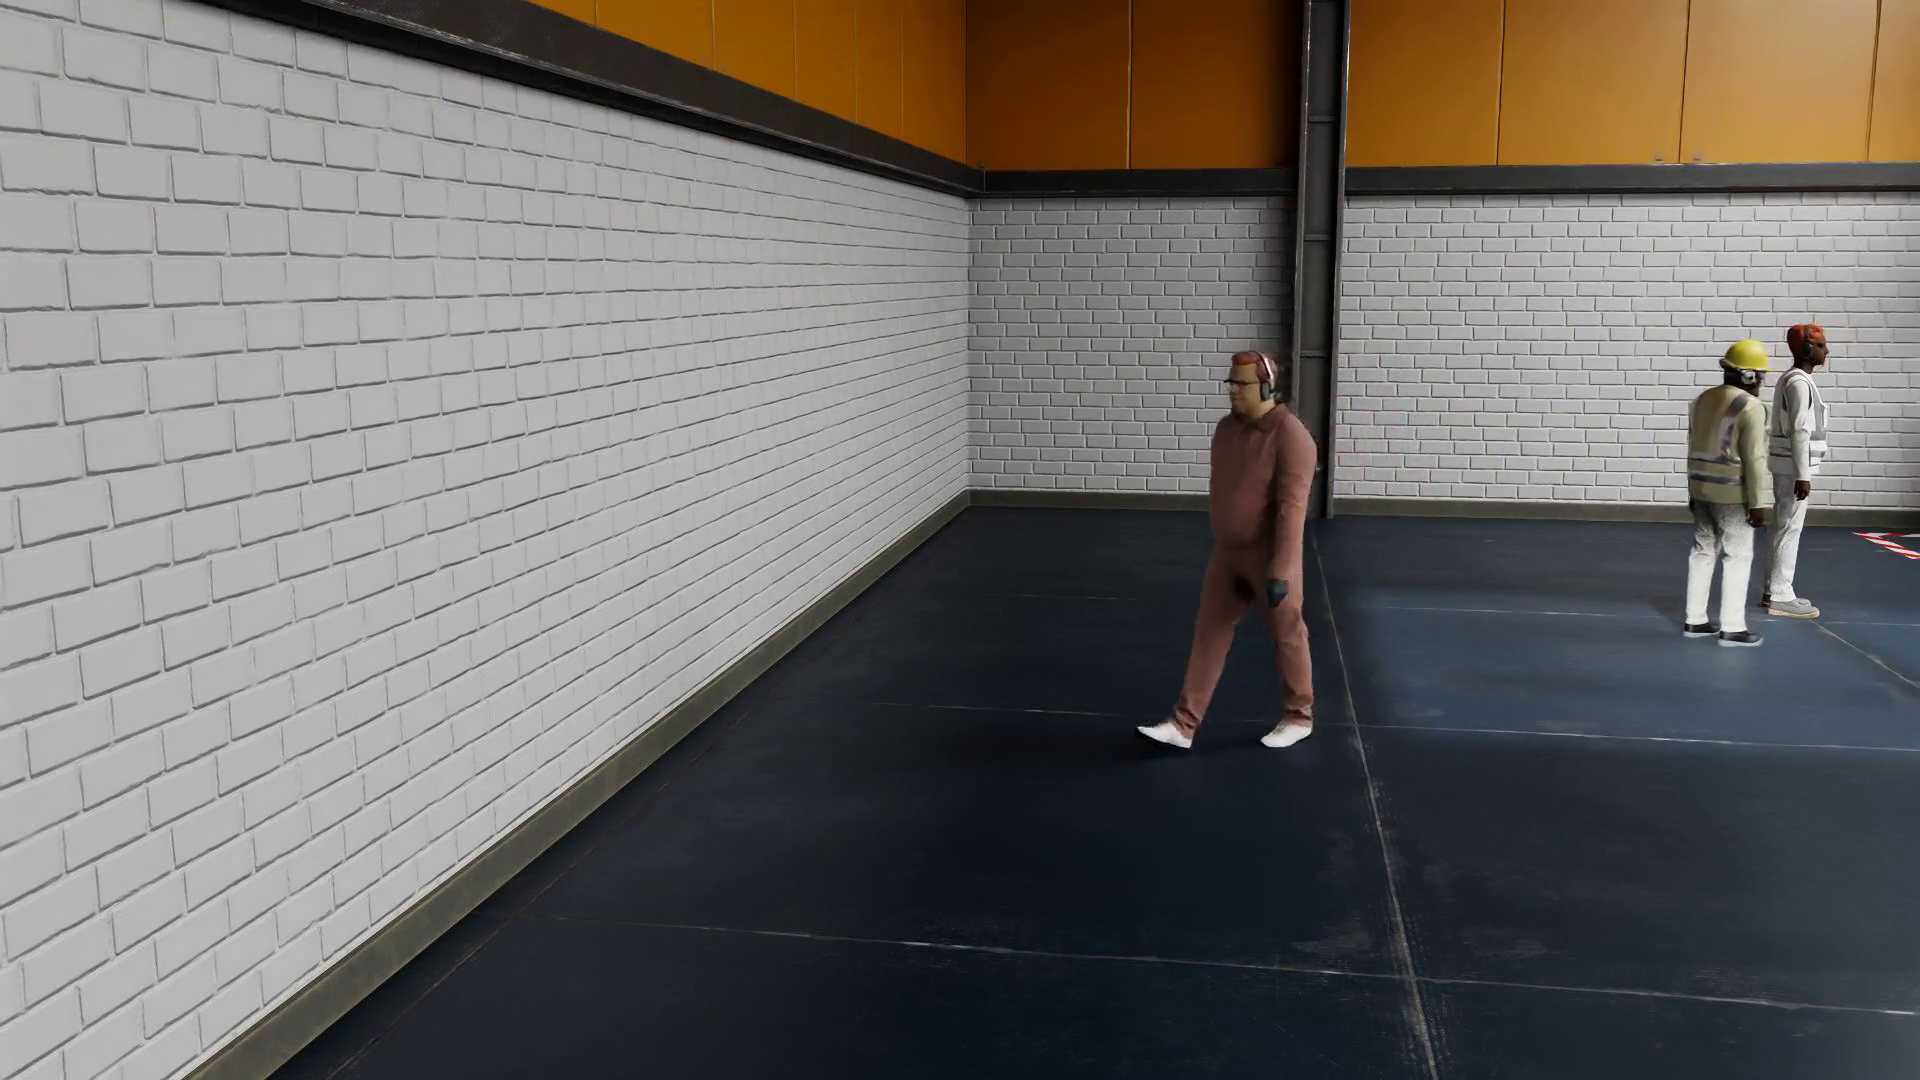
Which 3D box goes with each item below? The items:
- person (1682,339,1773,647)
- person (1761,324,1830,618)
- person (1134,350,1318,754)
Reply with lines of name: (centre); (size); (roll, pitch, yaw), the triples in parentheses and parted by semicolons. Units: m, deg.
person: (4.574, -0.281, 9.925); (0.431, 1.821, 0.612); (-2, 9, -12)
person: (5.410, -0.446, 10.755); (0.355, 1.880, 0.575); (3, 10, 19)
person: (1.278, 0.079, 7.549); (0.985, 1.852, 0.670); (-6, 11, -32)
